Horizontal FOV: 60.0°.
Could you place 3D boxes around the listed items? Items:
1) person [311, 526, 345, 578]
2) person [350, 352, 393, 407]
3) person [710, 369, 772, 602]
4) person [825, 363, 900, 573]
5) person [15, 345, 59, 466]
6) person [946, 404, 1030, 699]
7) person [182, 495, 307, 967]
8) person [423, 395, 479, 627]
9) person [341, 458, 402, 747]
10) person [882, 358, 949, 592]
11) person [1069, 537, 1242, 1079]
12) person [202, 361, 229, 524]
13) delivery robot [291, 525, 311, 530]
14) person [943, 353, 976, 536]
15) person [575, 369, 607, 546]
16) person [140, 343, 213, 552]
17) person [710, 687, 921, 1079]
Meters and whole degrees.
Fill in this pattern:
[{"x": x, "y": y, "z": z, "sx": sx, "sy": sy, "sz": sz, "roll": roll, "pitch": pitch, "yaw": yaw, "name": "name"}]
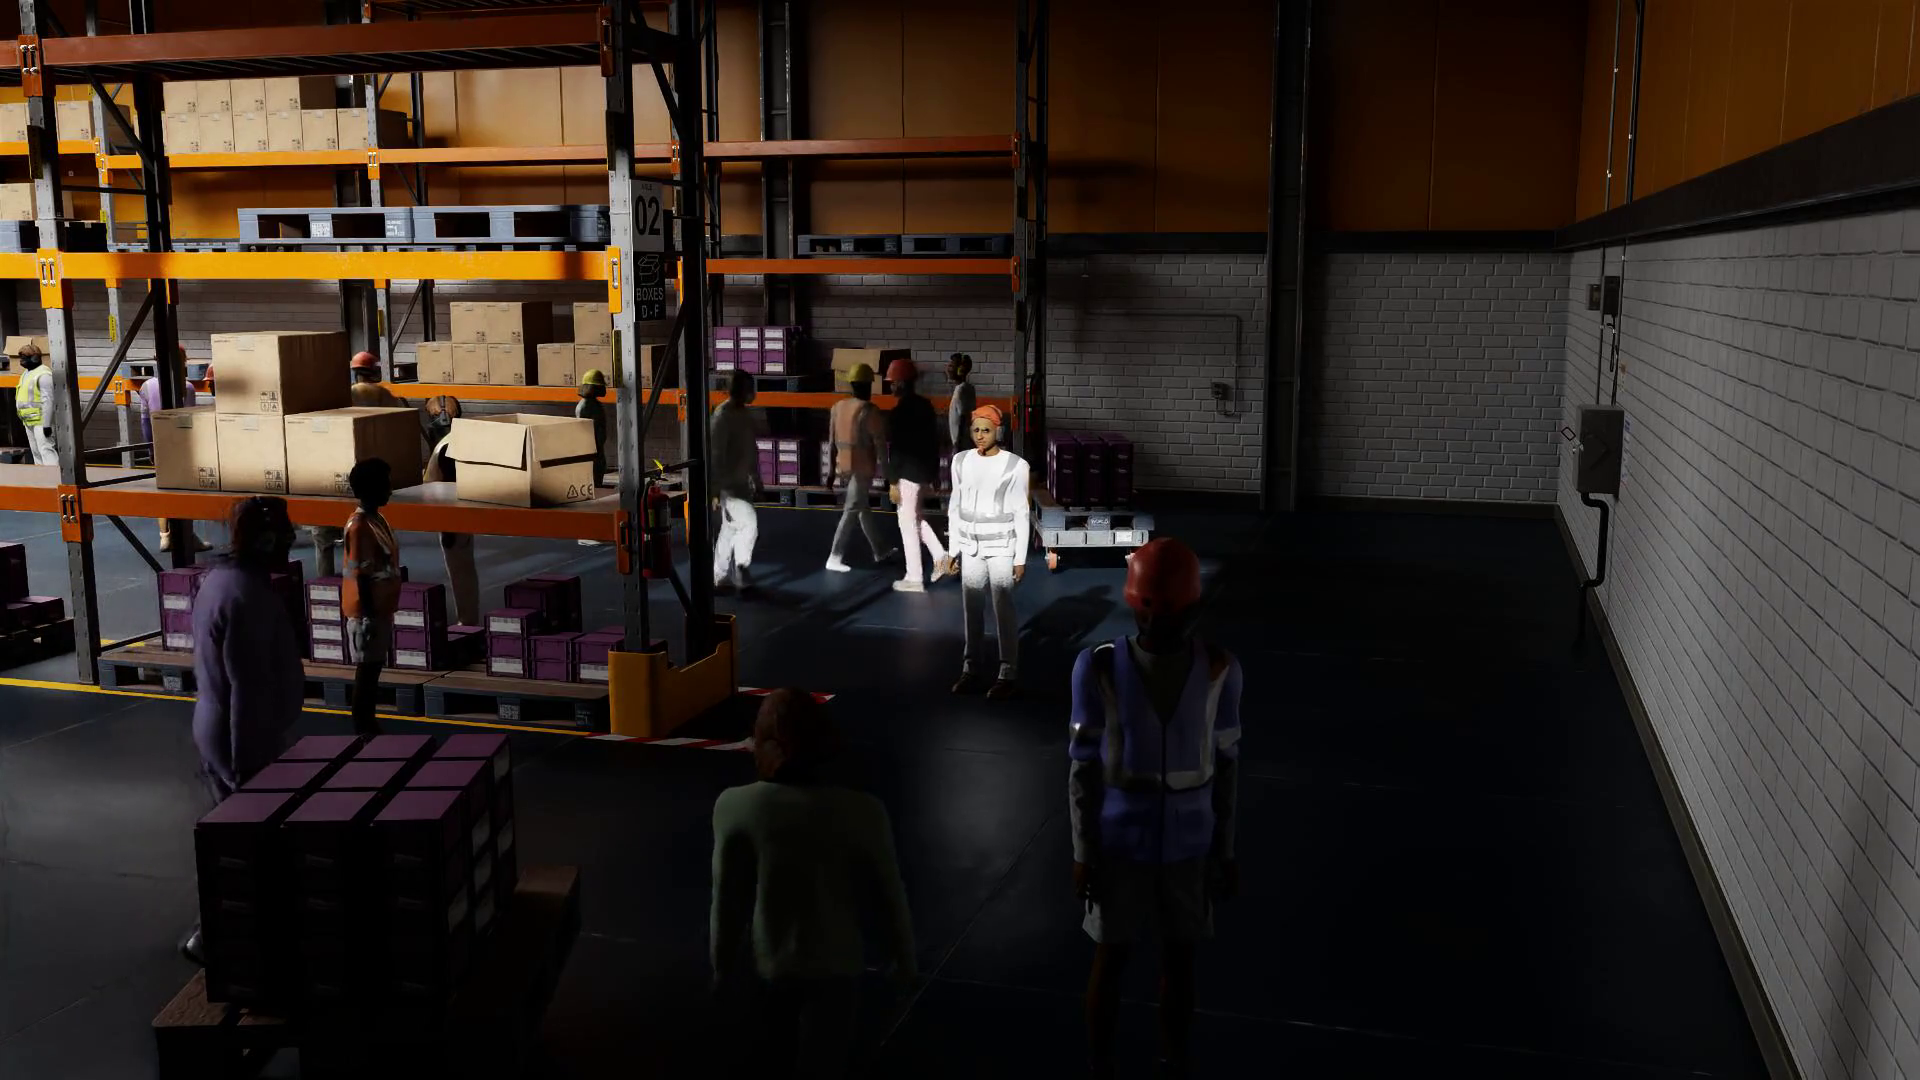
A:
[{"x": -5.020, "y": -0.350, "z": 13.331, "sx": 0.597, "sy": 1.831, "sz": 0.403, "roll": -5, "pitch": 11, "yaw": -30, "name": "person"}, {"x": -5.869, "y": -0.906, "z": 16.499, "sx": 0.569, "sy": 1.903, "sz": 0.555, "roll": -9, "pitch": 13, "yaw": -42, "name": "person"}, {"x": -1.767, "y": -0.445, "z": 13.658, "sx": 0.726, "sy": 1.911, "sz": 0.657, "roll": 2, "pitch": 9, "yaw": 11, "name": "person"}, {"x": -0.895, "y": -0.657, "z": 15.069, "sx": 0.605, "sy": 1.871, "sz": 1.017, "roll": 8, "pitch": 12, "yaw": 41, "name": "person"}, {"x": -10.919, "y": -1.393, "z": 19.700, "sx": 0.624, "sy": 1.836, "sz": 0.429, "roll": 8, "pitch": 12, "yaw": 41, "name": "person"}, {"x": 0.181, "y": 0.072, "z": 10.627, "sx": 0.580, "sy": 1.879, "sz": 0.348, "roll": 6, "pitch": 11, "yaw": 33, "name": "person"}, {"x": -2.727, "y": 0.771, "z": 6.362, "sx": 0.463, "sy": 1.878, "sz": 0.669, "roll": -6, "pitch": 11, "yaw": -33, "name": "person"}, {"x": -3.647, "y": -0.124, "z": 11.958, "sx": 0.429, "sy": 1.837, "sz": 0.621, "roll": -2, "pitch": 10, "yaw": -14, "name": "person"}, {"x": -3.260, "y": 0.386, "z": 9.244, "sx": 0.318, "sy": 1.698, "sz": 0.539, "roll": -2, "pitch": 9, "yaw": -11, "name": "person"}, {"x": -0.400, "y": -0.540, "z": 14.041, "sx": 0.552, "sy": 1.973, "sz": 0.652, "roll": 5, "pitch": 11, "yaw": 29, "name": "person"}, {"x": 0.608, "y": 0.939, "z": 5.172, "sx": 0.542, "sy": 1.931, "sz": 0.376, "roll": -1, "pitch": 9, "yaw": -4, "name": "person"}, {"x": -6.403, "y": -0.604, "z": 14.559, "sx": 0.360, "sy": 1.935, "sz": 0.552, "roll": -1, "pitch": 9, "yaw": -5, "name": "person"}, {"x": -6.356, "y": -0.261, "z": 16.385, "sx": 0.707, "sy": 0.478, "sz": 0.477, "roll": -3, "pitch": 10, "yaw": -16, "name": "delivery robot"}, {"x": 0.005, "y": -0.965, "z": 17.003, "sx": 0.364, "sy": 1.881, "sz": 0.552, "roll": 2, "pitch": 9, "yaw": 10, "name": "person"}, {"x": -3.619, "y": -0.818, "z": 16.461, "sx": 0.324, "sy": 1.740, "sz": 0.492, "roll": 2, "pitch": 9, "yaw": 10, "name": "person"}, {"x": -7.535, "y": -0.892, "z": 15.995, "sx": 0.611, "sy": 2.042, "sz": 0.394, "roll": 3, "pitch": 10, "yaw": 17, "name": "person"}, {"x": -0.399, "y": 1.188, "z": 4.699, "sx": 0.558, "sy": 1.578, "sz": 0.878, "roll": 2, "pitch": 10, "yaw": 12, "name": "person"}]
